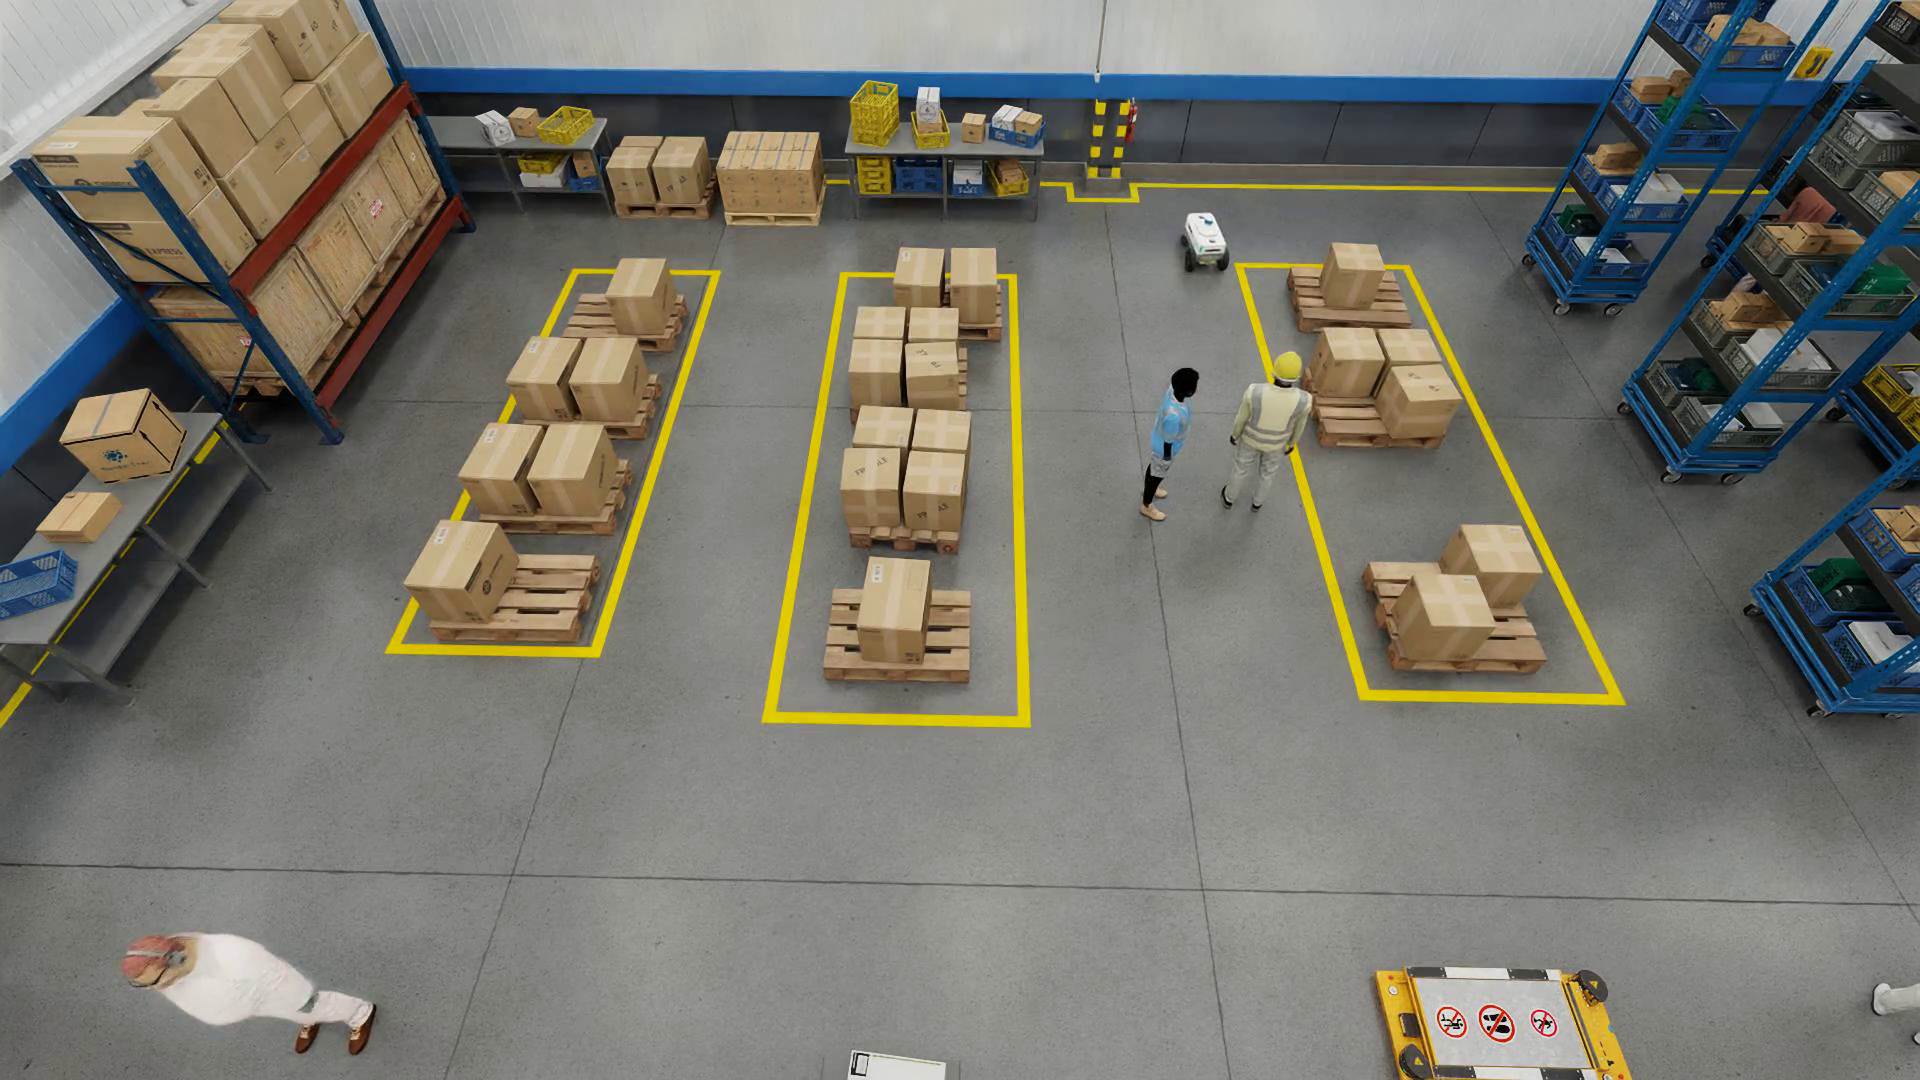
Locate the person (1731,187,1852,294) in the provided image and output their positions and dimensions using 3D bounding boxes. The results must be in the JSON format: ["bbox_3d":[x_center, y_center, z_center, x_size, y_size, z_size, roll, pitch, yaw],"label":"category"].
[{"bbox_3d":[9.036,-3.141,9.936,0.412,1.982,0.620,-20,54,-15],"label":"person"}]

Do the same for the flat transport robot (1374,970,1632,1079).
[{"bbox_3d":[3.501,3.133,5.914,1.431,0.197,0.652,1,51,1],"label":"flat transport robot"}]

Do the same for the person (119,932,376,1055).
[{"bbox_3d":[-4.081,2.625,5.289,0.660,1.899,0.395,3,51,2],"label":"person"}]

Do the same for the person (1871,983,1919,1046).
[{"bbox_3d":[6.224,2.635,5.443,0.310,1.638,0.523,-31,57,-23],"label":"person"}]

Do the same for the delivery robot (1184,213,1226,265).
[{"bbox_3d":[3.019,-3.743,11.276,0.477,0.478,0.707,-3,50,-3],"label":"delivery robot"}]

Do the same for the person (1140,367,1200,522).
[{"bbox_3d":[1.877,-0.879,8.268,0.316,1.698,0.542,10,52,8],"label":"person"}]

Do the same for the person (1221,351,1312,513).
[{"bbox_3d":[2.741,-0.947,8.240,0.603,1.833,0.404,10,52,8],"label":"person"}]
